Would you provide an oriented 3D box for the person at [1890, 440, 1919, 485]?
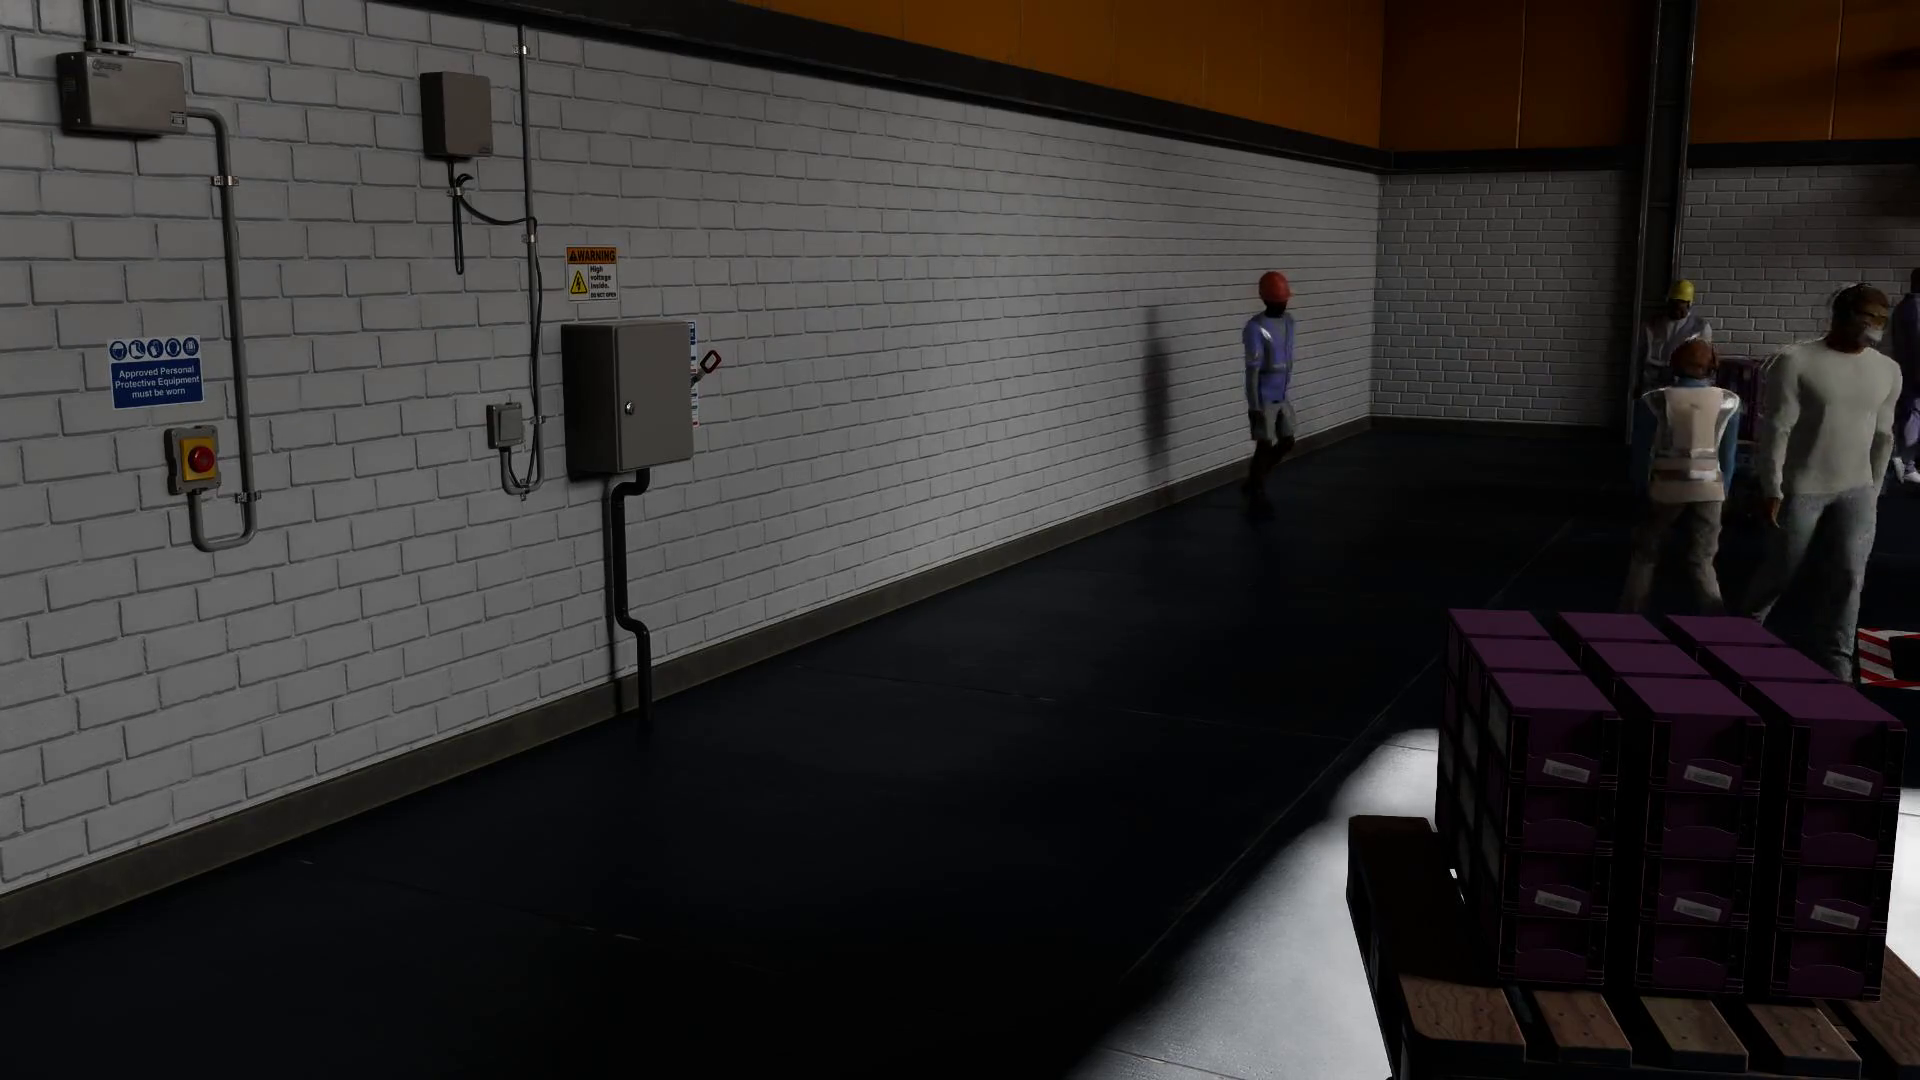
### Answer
[{"bbox_3d":[8.294,-1.197,14.012,0.619,1.615,0.510,2,10,10],"label":"person"}]

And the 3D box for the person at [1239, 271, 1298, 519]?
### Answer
[{"bbox_3d":[2.313,-1.096,12.665,0.608,1.889,0.644,-9,13,-42],"label":"person"}]

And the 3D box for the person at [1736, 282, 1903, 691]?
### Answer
[{"bbox_3d":[3.946,-0.230,7.660,0.664,1.899,0.900,0,10,1],"label":"person"}]

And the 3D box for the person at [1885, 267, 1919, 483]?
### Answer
[{"bbox_3d":[8.461,-1.459,14.712,0.406,1.909,0.639,2,10,12],"label":"person"}]

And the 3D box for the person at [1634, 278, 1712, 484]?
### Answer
[{"bbox_3d":[6.169,-1.359,14.431,0.609,1.800,0.516,6,11,31],"label":"person"}]

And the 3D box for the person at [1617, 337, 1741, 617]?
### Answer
[{"bbox_3d":[3.611,-0.202,8.287,0.533,1.605,0.633,2,10,10],"label":"person"}]
